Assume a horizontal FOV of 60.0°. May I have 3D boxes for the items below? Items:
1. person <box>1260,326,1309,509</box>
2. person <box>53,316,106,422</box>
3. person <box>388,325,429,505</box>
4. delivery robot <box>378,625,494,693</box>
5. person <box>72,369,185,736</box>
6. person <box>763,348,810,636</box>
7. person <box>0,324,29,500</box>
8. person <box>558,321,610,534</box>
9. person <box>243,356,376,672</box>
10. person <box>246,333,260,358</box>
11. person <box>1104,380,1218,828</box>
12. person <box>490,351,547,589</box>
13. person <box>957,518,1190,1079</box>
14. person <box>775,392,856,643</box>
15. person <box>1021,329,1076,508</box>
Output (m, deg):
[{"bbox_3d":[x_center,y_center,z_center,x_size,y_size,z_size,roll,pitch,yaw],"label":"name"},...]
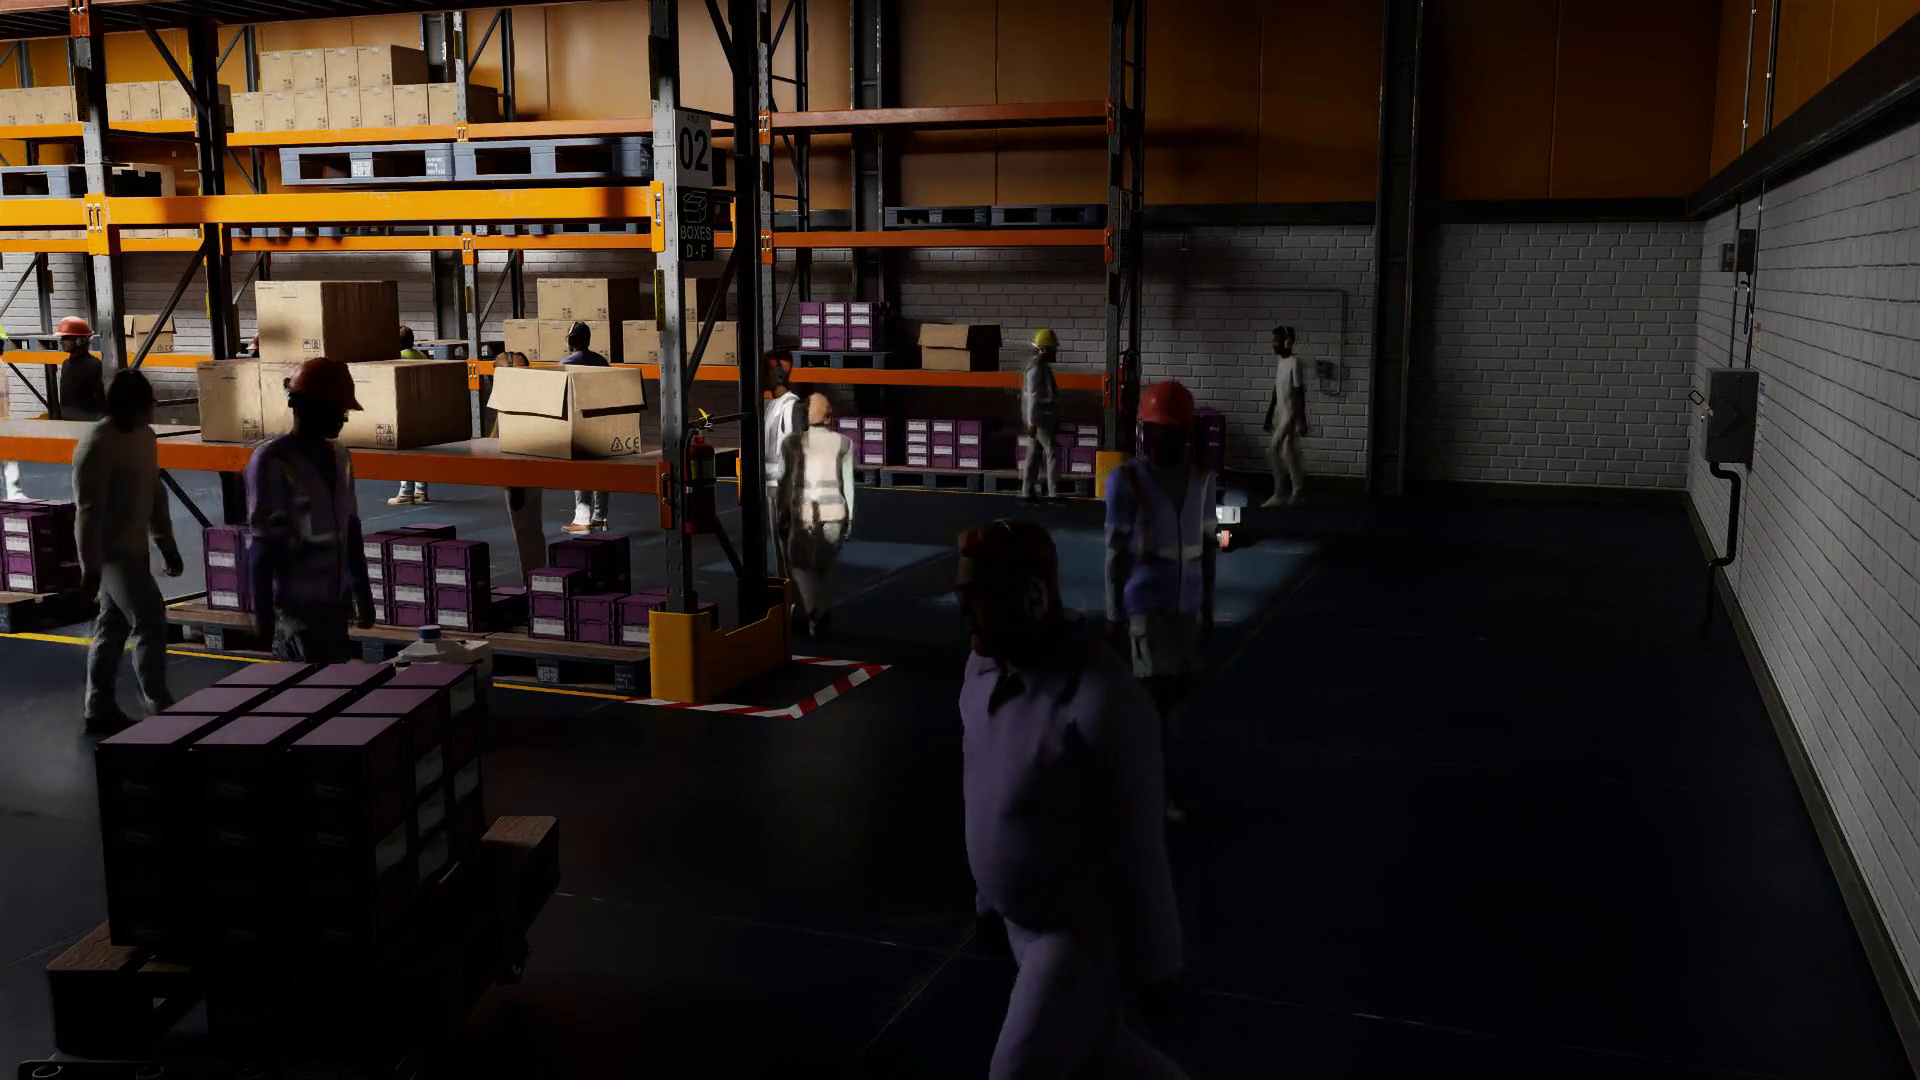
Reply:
[{"bbox_3d":[3.244,-1.233,16.824,0.648,1.843,0.514,0,9,-3],"label":"person"},{"bbox_3d":[-7.775,-0.980,14.753,0.608,1.996,0.379,6,11,32],"label":"person"},{"bbox_3d":[-5.705,-1.280,17.118,0.429,1.844,0.625,2,9,14],"label":"person"},{"bbox_3d":[-2.706,0.681,8.539,0.477,0.478,0.707,2,9,15],"label":"delivery robot"},{"bbox_3d":[-4.140,0.089,8.357,0.788,1.893,0.619,-1,9,-6],"label":"person"},{"bbox_3d":[-1.158,-0.313,10.911,0.337,1.883,0.584,-3,10,-18],"label":"person"},{"bbox_3d":[-9.938,-1.285,16.970,0.766,1.904,0.596,0,9,1],"label":"person"},{"bbox_3d":[-3.439,-1.020,15.181,0.358,1.938,0.636,4,10,26],"label":"person"},{"bbox_3d":[-2.721,0.232,7.079,0.594,2.011,0.651,2,9,14],"label":"person"},{"bbox_3d":[-5.442,-0.709,13.217,0.347,1.943,0.544,-6,11,-35],"label":"person"},{"bbox_3d":[0.860,0.242,7.348,0.548,1.916,0.796,-4,10,-23],"label":"person"},{"bbox_3d":[-3.062,-0.392,11.575,0.429,1.837,0.628,-2,9,-11],"label":"person"},{"bbox_3d":[0.320,0.842,3.830,0.931,1.849,0.653,-4,10,-22],"label":"person"},{"bbox_3d":[-0.896,-0.127,10.590,0.528,1.618,0.572,-3,10,-19],"label":"person"},{"bbox_3d":[0.936,-1.225,16.854,0.705,1.807,0.627,1,9,8],"label":"person"}]
